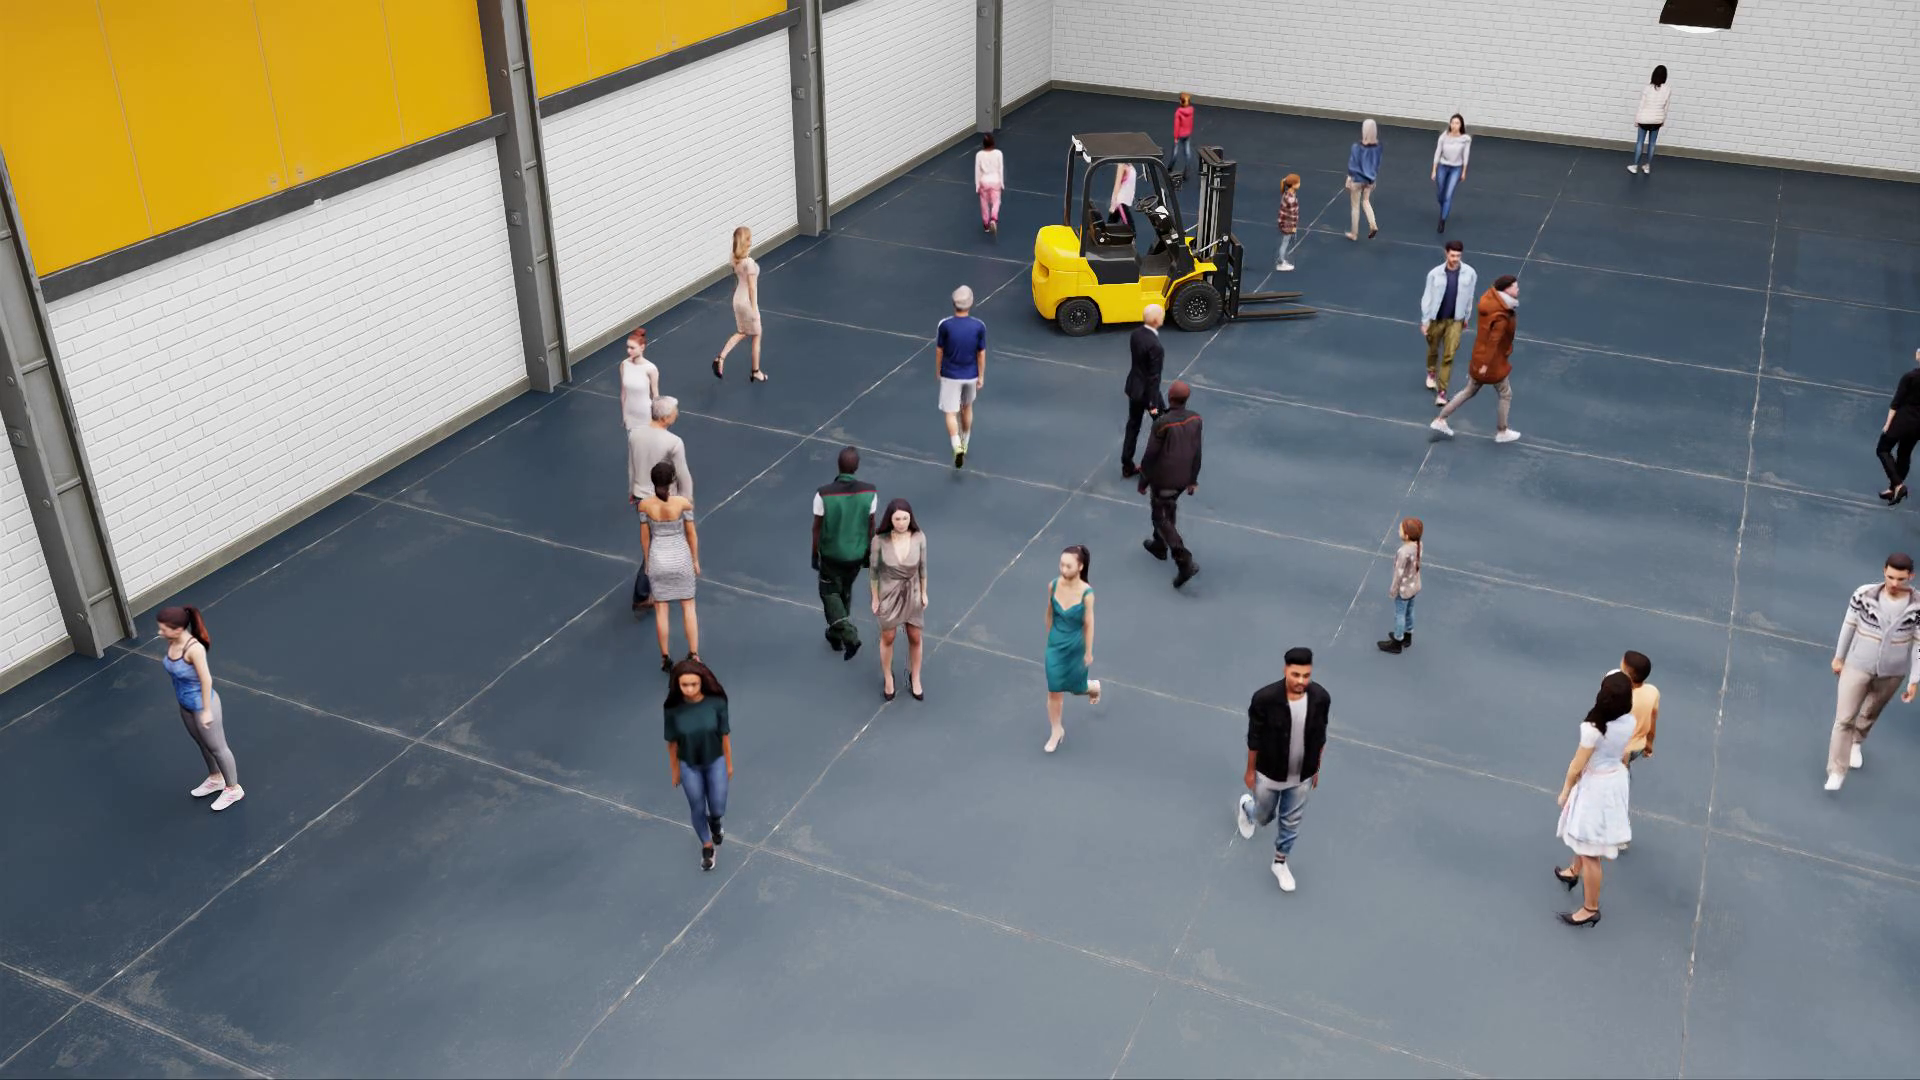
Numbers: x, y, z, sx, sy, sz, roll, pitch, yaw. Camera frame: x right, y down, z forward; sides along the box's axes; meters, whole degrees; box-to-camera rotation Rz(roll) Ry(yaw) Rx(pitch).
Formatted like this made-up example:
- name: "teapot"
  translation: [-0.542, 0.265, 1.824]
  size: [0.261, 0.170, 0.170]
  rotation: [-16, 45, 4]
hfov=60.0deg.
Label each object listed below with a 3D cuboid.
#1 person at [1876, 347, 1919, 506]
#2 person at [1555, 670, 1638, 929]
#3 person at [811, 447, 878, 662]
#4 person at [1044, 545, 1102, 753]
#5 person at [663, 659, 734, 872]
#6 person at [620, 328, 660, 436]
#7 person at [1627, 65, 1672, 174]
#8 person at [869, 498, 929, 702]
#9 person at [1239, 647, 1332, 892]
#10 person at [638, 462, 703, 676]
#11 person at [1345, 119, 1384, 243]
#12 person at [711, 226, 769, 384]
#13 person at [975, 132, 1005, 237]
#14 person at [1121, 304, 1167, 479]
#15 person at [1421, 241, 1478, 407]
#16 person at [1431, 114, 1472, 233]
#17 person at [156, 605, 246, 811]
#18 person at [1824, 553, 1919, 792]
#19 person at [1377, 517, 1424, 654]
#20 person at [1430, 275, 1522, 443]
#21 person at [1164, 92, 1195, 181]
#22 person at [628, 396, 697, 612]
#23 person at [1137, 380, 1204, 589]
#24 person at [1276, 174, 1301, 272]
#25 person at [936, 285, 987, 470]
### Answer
- name: "person"
  translation: [8.927, -1.031, 15.602]
  size: [0.788, 1.644, 0.870]
  rotation: [-3, 29, -5]
- name: "person"
  translation: [4.043, 1.670, 10.492]
  size: [0.955, 1.796, 0.996]
  rotation: [-18, 33, -29]
- name: "person"
  translation: [-0.900, 0.155, 13.255]
  size: [1.041, 1.809, 1.088]
  rotation: [-15, 32, -25]
- name: "person"
  translation: [0.845, 0.775, 12.270]
  size: [0.625, 1.664, 0.910]
  rotation: [17, 33, 29]
- name: "person"
  translation: [-1.725, 1.445, 11.100]
  size: [0.743, 1.608, 0.800]
  rotation: [-4, 29, -8]
- name: "person"
  translation: [-2.974, -1.143, 15.654]
  size: [0.557, 1.791, 0.473]
  rotation: [13, 31, 22]
- name: "person"
  translation: [10.630, -6.480, 25.596]
  size: [0.698, 1.640, 0.684]
  rotation: [1, 29, 2]
- name: "person"
  translation: [-0.476, 0.440, 12.801]
  size: [0.687, 1.745, 0.718]
  rotation: [-5, 29, -9]
- name: "person"
  translation: [2.115, 1.418, 10.958]
  size: [0.954, 1.792, 1.073]
  rotation: [-2, 29, -3]
- name: "person"
  translation: [-2.272, 0.241, 13.096]
  size: [0.692, 1.811, 0.710]
  rotation: [-3, 29, -5]
- name: "person"
  translation: [5.503, -4.835, 22.533]
  size: [0.852, 1.685, 0.909]
  rotation: [-11, 30, -18]
- name: "person"
  translation: [-2.422, -2.524, 18.159]
  size: [0.999, 1.817, 0.823]
  rotation: [-20, 35, -32]
- name: "person"
  translation: [0.420, -4.903, 22.921]
  size: [0.750, 1.432, 0.938]
  rotation: [1, 29, 1]
- name: "person"
  translation: [1.729, -1.418, 16.166]
  size: [1.063, 1.782, 0.992]
  rotation: [-13, 31, -23]
- name: "person"
  translation: [5.224, -2.382, 17.962]
  size: [0.874, 1.755, 1.250]
  rotation: [6, 29, 11]
- name: "person"
  translation: [6.821, -5.137, 23.169]
  size: [0.631, 1.605, 1.020]
  rotation: [12, 31, 20]
- name: "person"
  translation: [-5.331, 1.146, 11.648]
  size: [0.623, 1.609, 0.623]
  rotation: [23, 36, 36]
- name: "person"
  translation: [6.568, 0.874, 11.927]
  size: [0.712, 1.818, 1.126]
  rotation: [11, 30, 19]
- name: "person"
  translation: [3.635, 0.359, 13.524]
  size: [0.582, 1.193, 0.467]
  rotation: [23, 36, 36]
- name: "person"
  translation: [5.278, -1.811, 16.871]
  size: [1.150, 1.798, 1.205]
  rotation: [-4, 29, -7]
- name: "person"
  translation: [3.430, -6.123, 25.307]
  size: [0.861, 1.289, 0.896]
  rotation: [-12, 31, -21]
- name: "person"
  translation: [-2.591, -0.269, 13.992]
  size: [0.840, 1.848, 1.236]
  rotation: [15, 32, 26]
- name: "person"
  translation: [1.874, -0.495, 14.443]
  size: [1.207, 1.812, 1.156]
  rotation: [-17, 33, -28]
- name: "person"
  translation: [4.209, -4.134, 21.649]
  size: [0.680, 1.300, 0.577]
  rotation: [0, 29, 0]
- name: "person"
  translation: [0.007, -1.583, 16.439]
  size: [1.015, 1.812, 1.154]
  rotation: [-5, 29, -9]
